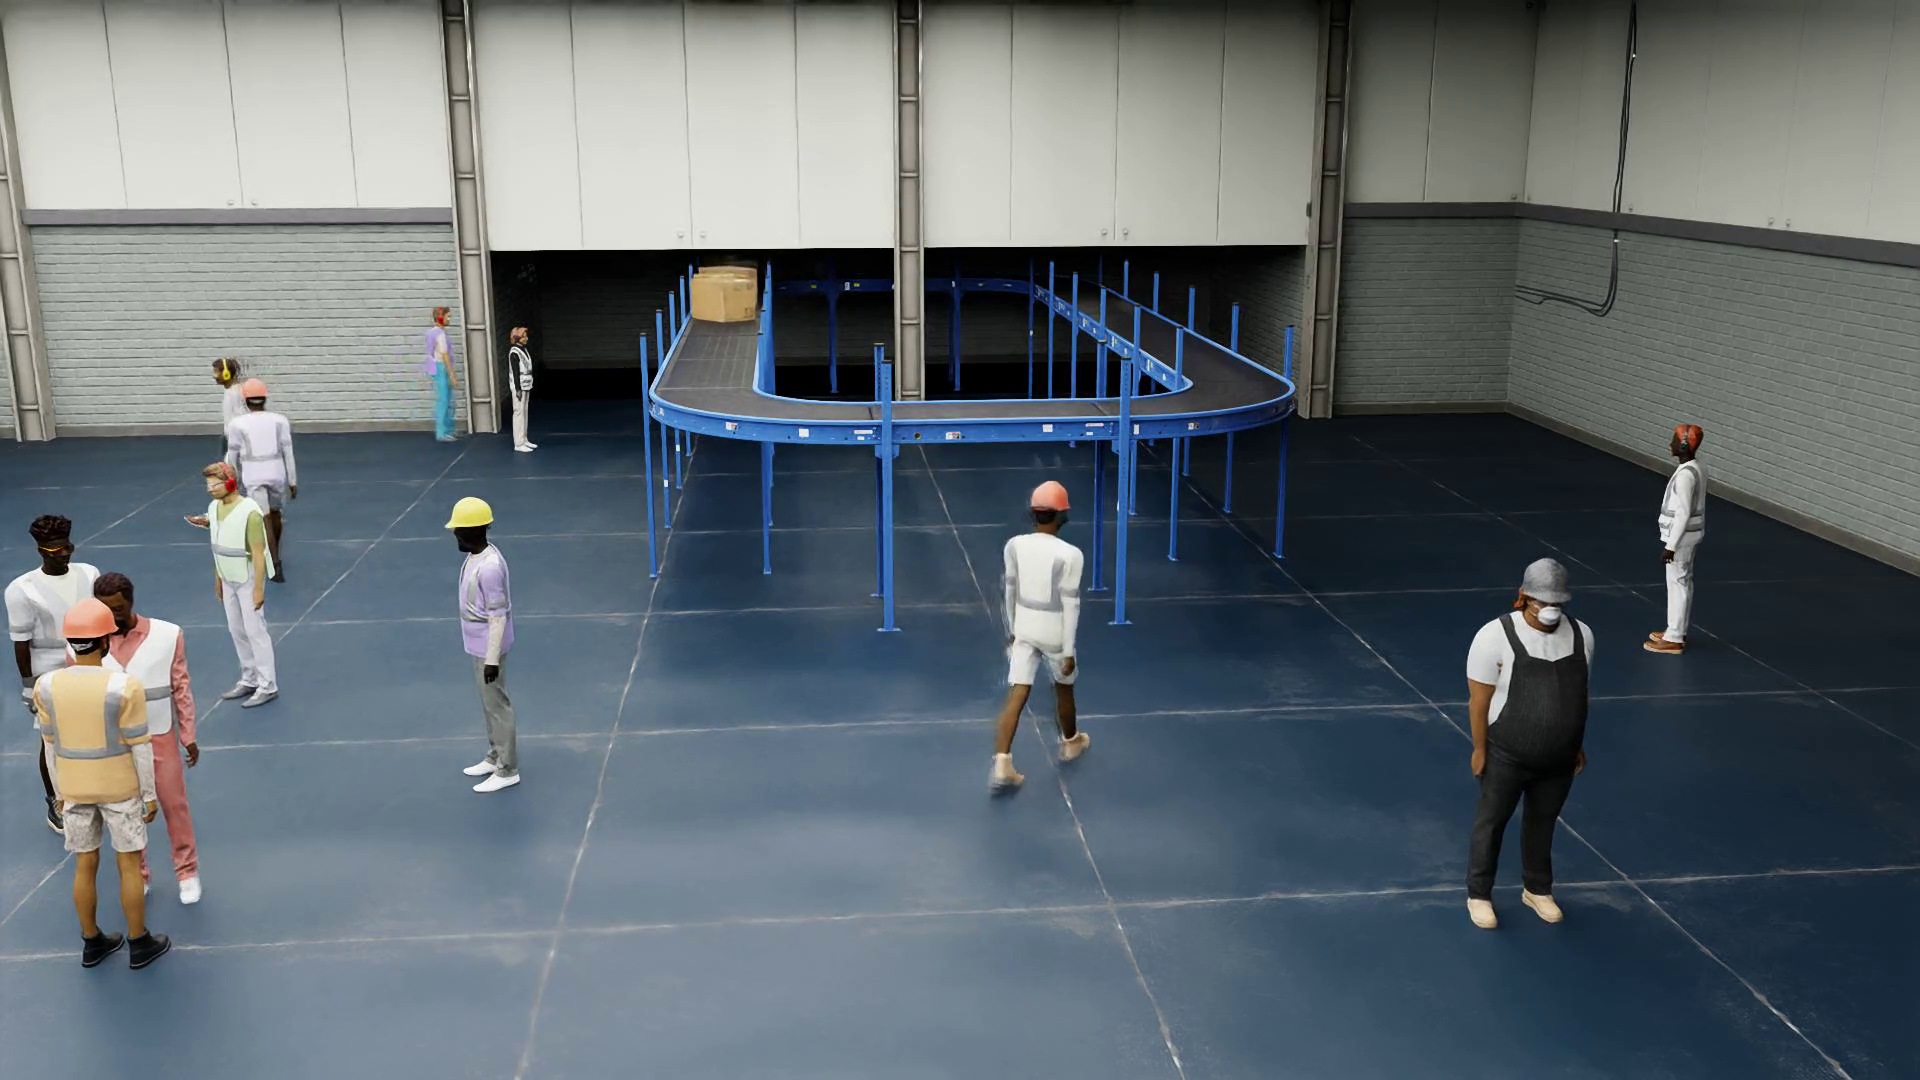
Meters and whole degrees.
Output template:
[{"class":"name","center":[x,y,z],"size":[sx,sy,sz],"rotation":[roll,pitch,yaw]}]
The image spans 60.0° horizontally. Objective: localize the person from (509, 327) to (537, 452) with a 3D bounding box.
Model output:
[{"class":"person","center":[-5.778,-1.988,21.923],"size":[0.309,1.639,0.522],"rotation":[0,14,-2]}]

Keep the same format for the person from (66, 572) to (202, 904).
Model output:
[{"class":"person","center":[-4.499,1.081,9.106],"size":[0.603,1.906,0.387],"rotation":[-5,15,-19]}]

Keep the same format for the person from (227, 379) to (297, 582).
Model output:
[{"class":"person","center":[-6.644,-0.590,15.853],"size":[0.547,1.876,0.998],"rotation":[-11,17,-36]}]

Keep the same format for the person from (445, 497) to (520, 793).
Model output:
[{"class":"person","center":[-3.069,0.666,10.720],"size":[0.367,1.926,0.594],"rotation":[-7,15,-24]}]

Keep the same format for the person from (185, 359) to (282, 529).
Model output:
[{"class":"person","center":[-7.774,-1.018,17.673],"size":[0.978,1.815,0.558],"rotation":[-6,15,-22]}]

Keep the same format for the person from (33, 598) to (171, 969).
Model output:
[{"class":"person","center":[-4.335,1.239,8.438],"size":[0.539,1.929,0.385],"rotation":[0,14,-2]}]

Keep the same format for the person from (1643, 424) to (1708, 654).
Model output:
[{"class":"person","center":[5.844,-0.010,13.515],"size":[0.354,1.883,0.573],"rotation":[9,17,33]}]

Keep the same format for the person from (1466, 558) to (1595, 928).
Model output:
[{"class":"person","center":[3.053,1.079,8.837],"size":[0.684,2.000,0.535],"rotation":[-2,14,-9]}]

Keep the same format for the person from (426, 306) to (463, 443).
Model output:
[{"class":"person","center":[-7.011,-2.243,22.541],"size":[0.415,1.843,0.573],"rotation":[-6,15,-24]}]

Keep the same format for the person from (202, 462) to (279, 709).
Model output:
[{"class":"person","center":[-5.318,0.313,12.330],"size":[0.580,1.830,0.401],"rotation":[10,17,34]}]

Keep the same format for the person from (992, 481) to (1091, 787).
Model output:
[{"class":"person","center":[0.523,0.605,10.862],"size":[0.623,1.988,1.105],"rotation":[9,17,33]}]

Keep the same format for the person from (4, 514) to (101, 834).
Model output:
[{"class":"person","center":[-5.437,0.792,10.136],"size":[0.362,1.963,0.613],"rotation":[7,16,25]}]
